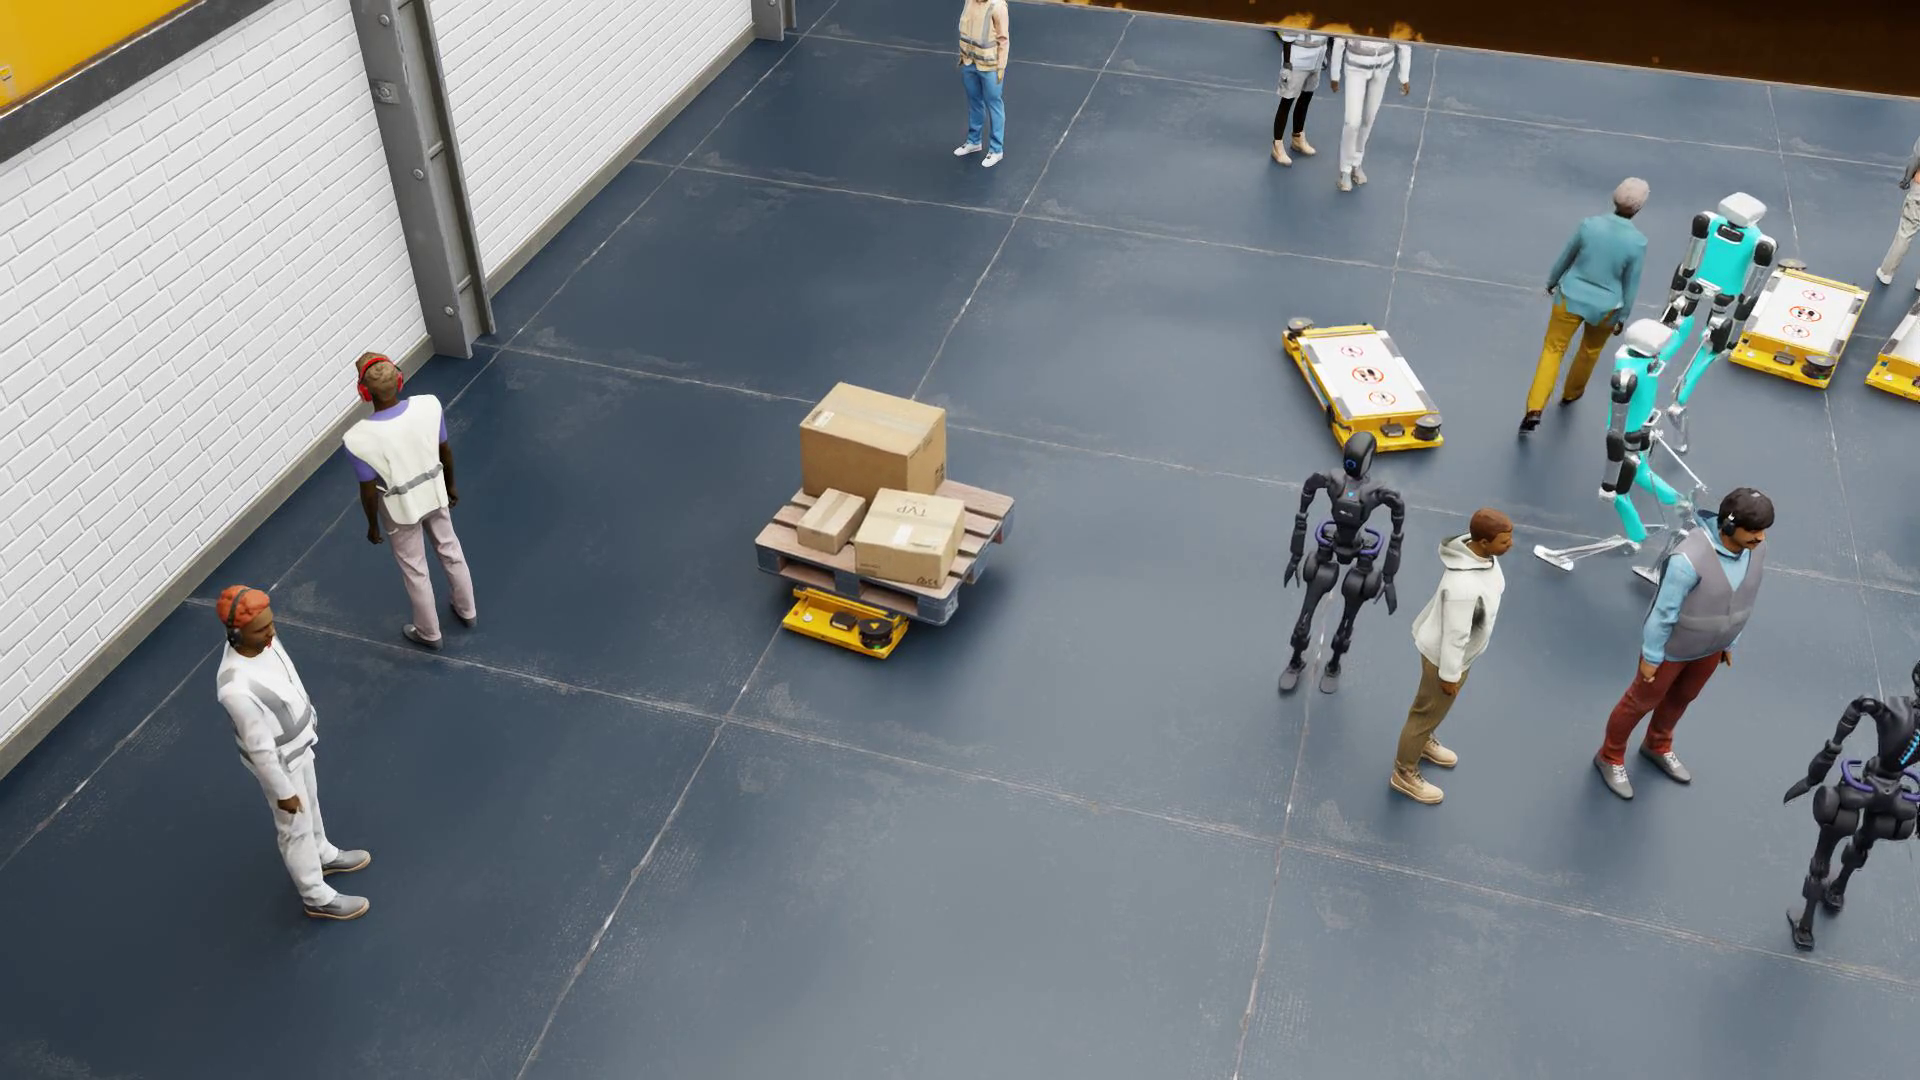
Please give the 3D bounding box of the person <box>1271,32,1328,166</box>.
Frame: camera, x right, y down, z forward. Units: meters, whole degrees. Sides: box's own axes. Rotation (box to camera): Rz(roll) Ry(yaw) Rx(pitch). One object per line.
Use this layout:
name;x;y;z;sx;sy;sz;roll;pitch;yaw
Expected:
person;2.853;-3.961;13.790;0.539;1.696;0.316;-26;45;-28

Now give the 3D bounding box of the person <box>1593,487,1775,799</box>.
person;3.543;0.488;8.122;0.537;1.872;0.415;-12;40;-15

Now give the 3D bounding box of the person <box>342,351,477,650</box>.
person;-2.950;-0.188;8.979;0.390;1.845;0.563;29;47;31

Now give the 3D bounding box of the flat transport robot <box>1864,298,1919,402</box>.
flat transport robot;6.931;-1.348;11.681;0.659;0.231;1.431;27;46;30

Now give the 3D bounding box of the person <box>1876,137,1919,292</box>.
person;7.141;-2.586;12.124;0.513;1.641;0.308;17;42;20

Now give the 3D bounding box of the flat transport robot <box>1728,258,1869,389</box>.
flat transport robot;6.055;-1.570;11.957;0.659;0.231;1.431;23;44;25

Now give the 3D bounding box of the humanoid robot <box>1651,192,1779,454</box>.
humanoid robot;4.532;-1.264;10.404;0.681;1.803;0.539;-27;46;-30

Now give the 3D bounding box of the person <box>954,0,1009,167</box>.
person;0.205;-3.970;13.777;0.495;1.729;0.366;31;48;33

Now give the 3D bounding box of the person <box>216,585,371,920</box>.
person;-3.045;0.960;7.522;0.357;1.885;0.572;-7;39;-8

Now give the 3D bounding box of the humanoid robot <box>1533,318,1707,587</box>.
humanoid robot;3.882;-0.378;9.315;1.033;1.733;0.548;24;44;27

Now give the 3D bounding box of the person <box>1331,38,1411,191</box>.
person;3.301;-3.710;13.344;0.596;1.871;0.549;-6;39;-7

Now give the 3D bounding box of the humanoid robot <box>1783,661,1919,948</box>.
humanoid robot;4.078;1.132;7.484;0.609;1.642;0.563;10;40;12

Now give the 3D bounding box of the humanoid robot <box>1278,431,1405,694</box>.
humanoid robot;1.996;0.160;8.680;0.612;1.656;0.400;16;41;19

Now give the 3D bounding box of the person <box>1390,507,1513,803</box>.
person;2.386;0.536;8.149;0.370;1.759;0.515;15;41;18

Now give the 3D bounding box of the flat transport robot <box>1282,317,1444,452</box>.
flat transport robot;2.730;-1.078;11.346;0.659;0.231;1.431;-5;39;-7

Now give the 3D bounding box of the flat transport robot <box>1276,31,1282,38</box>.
flat transport robot;3.789;-5.197;16.468;1.431;0.231;0.659;-5;39;-7

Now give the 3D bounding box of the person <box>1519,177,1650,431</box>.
person;4.008;-1.488;10.691;0.577;1.717;0.815;22;44;25

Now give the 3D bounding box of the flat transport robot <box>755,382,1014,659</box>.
flat transport robot;-0.417;0.126;9.848;0.659;0.231;1.431;16;42;19

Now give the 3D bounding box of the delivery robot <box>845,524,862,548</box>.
delivery robot;-0.383;0.012;9.770;0.499;0.606;0.796;24;45;27
